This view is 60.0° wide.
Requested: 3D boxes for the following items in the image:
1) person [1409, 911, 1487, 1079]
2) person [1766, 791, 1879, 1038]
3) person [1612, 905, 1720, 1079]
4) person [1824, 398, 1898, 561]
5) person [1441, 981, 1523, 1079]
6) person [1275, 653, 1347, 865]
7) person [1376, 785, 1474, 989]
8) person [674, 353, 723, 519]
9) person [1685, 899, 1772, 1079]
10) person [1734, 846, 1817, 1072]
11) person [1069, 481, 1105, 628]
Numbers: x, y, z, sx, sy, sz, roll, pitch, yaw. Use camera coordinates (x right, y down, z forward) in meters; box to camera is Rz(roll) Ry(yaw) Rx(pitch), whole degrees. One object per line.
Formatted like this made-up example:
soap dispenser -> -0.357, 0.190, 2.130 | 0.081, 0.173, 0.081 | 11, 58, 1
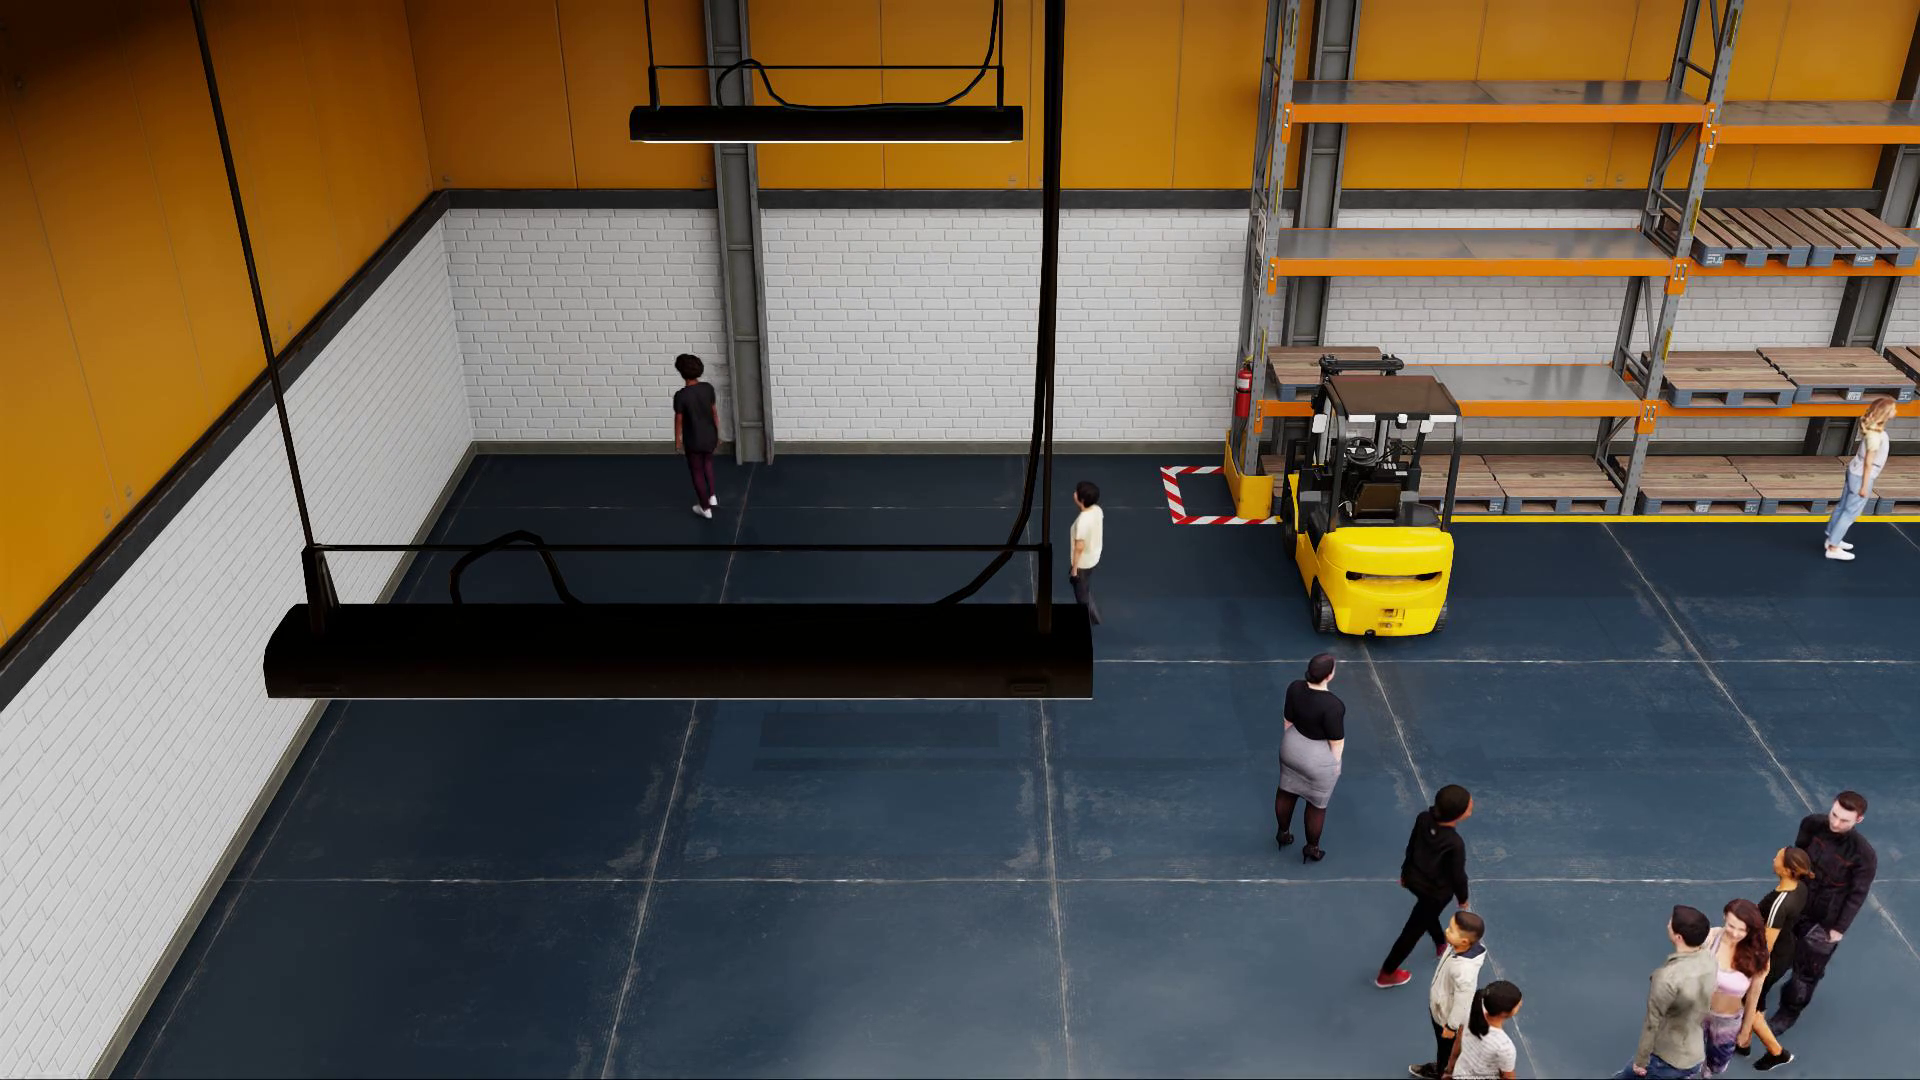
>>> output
person -> 3.030, 2.866, 10.220 | 0.536, 1.454, 0.602 | 3, 29, 5
person -> 5.541, 2.356, 10.695 | 0.988, 1.893, 0.893 | -12, 31, -20
person -> 4.156, 2.997, 9.578 | 0.817, 1.838, 0.922 | -17, 33, -29
person -> 8.824, -0.613, 16.321 | 0.660, 1.719, 0.688 | 9, 30, 16
person -> 2.862, 3.185, 9.489 | 1.125, 1.593, 0.733 | -6, 29, -11
person -> 2.568, 1.595, 12.229 | 0.828, 1.760, 0.776 | -24, 37, -36
person -> 3.034, 2.335, 10.995 | 1.092, 1.643, 0.833 | -11, 30, -19
person -> -2.636, -1.042, 17.060 | 0.765, 1.764, 0.832 | -23, 36, -35
person -> 4.538, 2.826, 9.990 | 1.115, 1.744, 1.047 | 18, 33, 29
person -> 5.145, 2.644, 10.415 | 0.873, 1.657, 0.819 | 25, 37, 38
person -> 1.186, 0.201, 14.974 | 0.721, 1.579, 0.702 | 13, 31, 23
